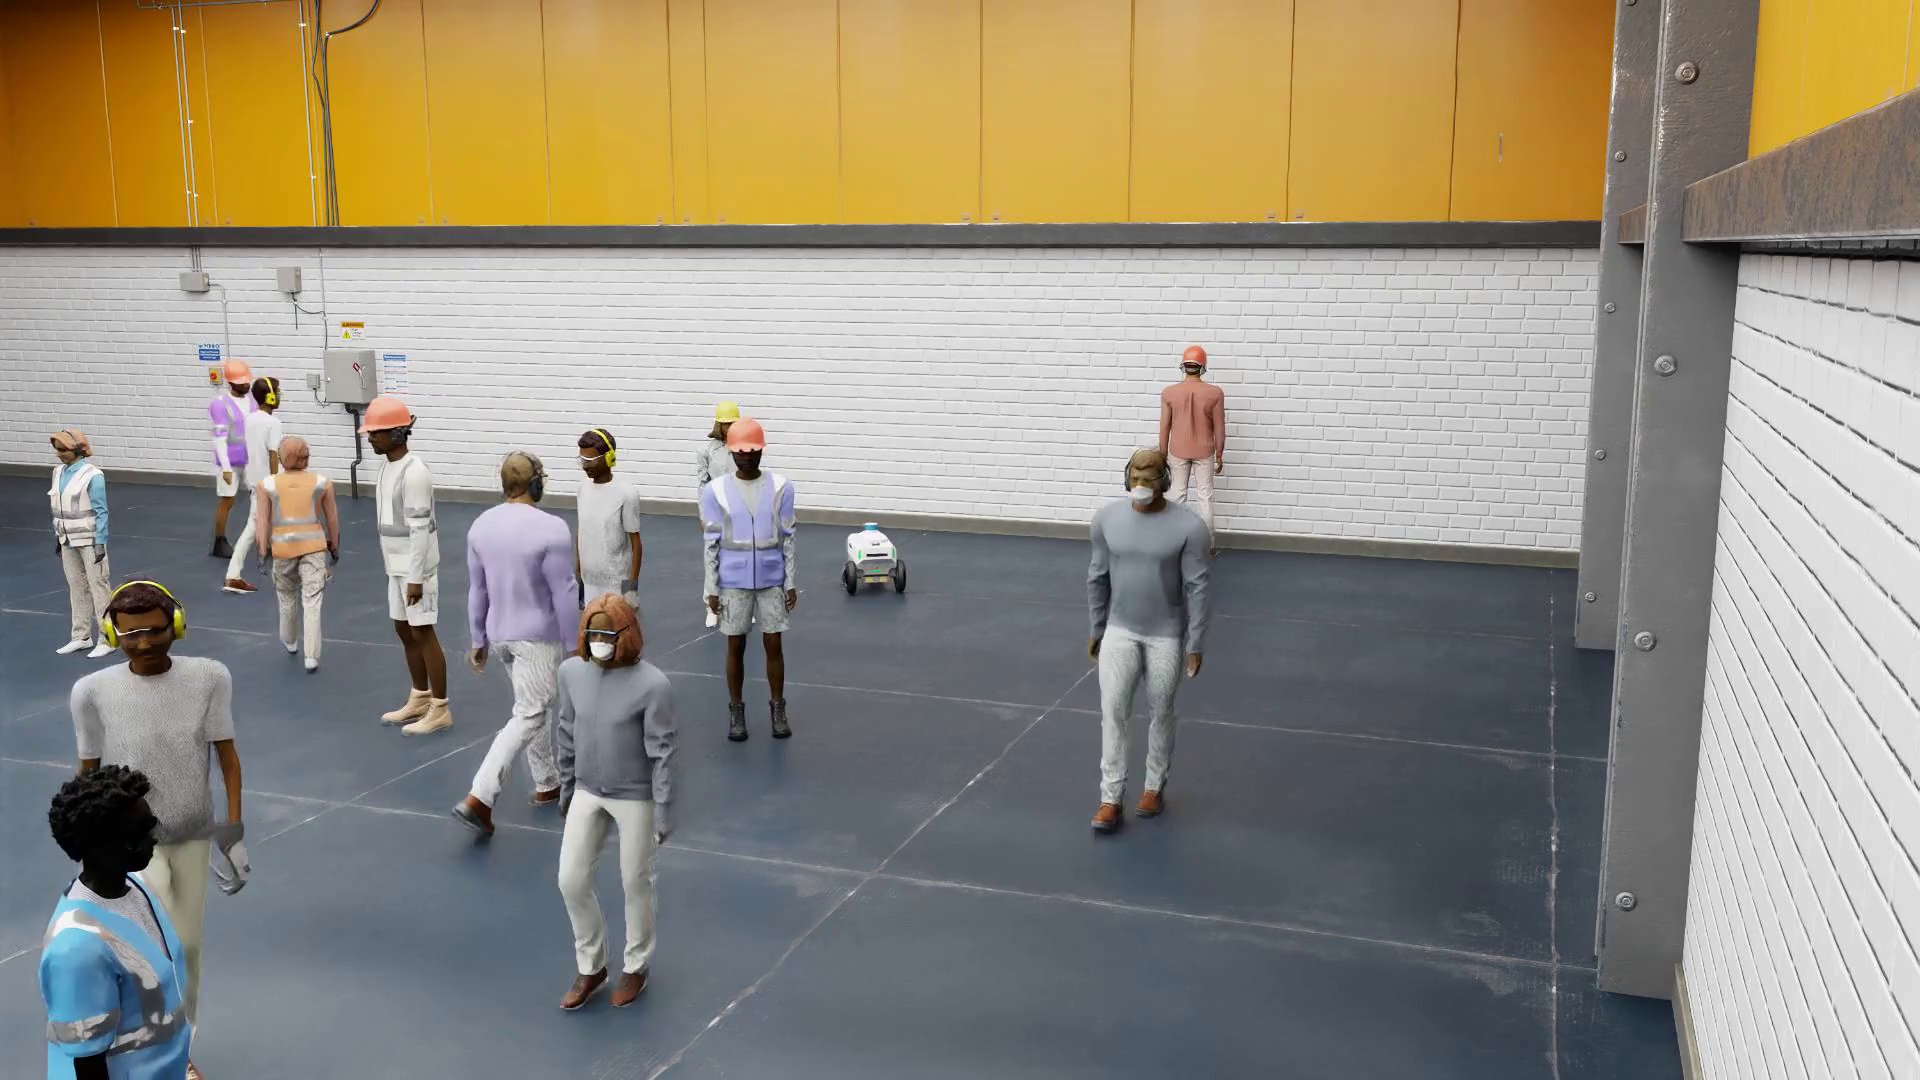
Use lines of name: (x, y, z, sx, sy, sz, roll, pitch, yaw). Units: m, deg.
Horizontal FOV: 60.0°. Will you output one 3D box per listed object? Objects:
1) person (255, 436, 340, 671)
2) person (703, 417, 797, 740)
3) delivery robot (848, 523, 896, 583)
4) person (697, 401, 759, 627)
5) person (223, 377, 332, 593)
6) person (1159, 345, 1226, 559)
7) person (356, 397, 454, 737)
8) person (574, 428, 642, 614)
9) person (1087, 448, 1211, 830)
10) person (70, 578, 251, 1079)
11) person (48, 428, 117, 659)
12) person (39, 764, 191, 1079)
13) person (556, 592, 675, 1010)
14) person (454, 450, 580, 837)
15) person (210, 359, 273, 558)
person: (-4.611, 0.074, 11.606, 0.543, 1.595, 0.836, -4, 11, -22)
person: (-1.225, 0.237, 9.817, 0.547, 1.929, 0.390, -2, 10, -13)
delivery robot: (-0.753, 0.095, 14.201, 0.477, 0.478, 0.707, -2, 10, -10)
person: (-1.765, -0.200, 12.783, 0.489, 1.743, 0.322, -3, 11, -17)
person: (-5.881, -0.469, 14.104, 0.538, 1.823, 0.967, 7, 12, 34)
person: (2.166, -0.813, 15.525, 0.612, 1.996, 0.389, 2, 10, 14)
person: (-3.341, 0.160, 9.959, 0.414, 2.035, 0.609, -8, 13, -38)
person: (-2.096, 0.268, 9.814, 0.518, 1.865, 0.328, 6, 12, 32)
person: (0.901, 0.508, 8.301, 0.655, 1.914, 0.803, 4, 11, 19)
person: (-2.651, 1.034, 5.574, 0.486, 1.839, 0.590, -8, 13, -38)
person: (-6.250, 0.020, 11.836, 0.514, 1.640, 0.309, 5, 11, 25)
person: (-2.041, 1.370, 4.073, 0.316, 1.695, 0.542, -3, 10, -15)
person: (-1.335, 1.007, 6.296, 0.533, 1.618, 0.460, 3, 11, 17)
person: (-2.252, 0.510, 8.344, 0.632, 1.915, 0.904, 6, 12, 32)
person: (-6.660, -0.735, 15.379, 0.886, 1.880, 0.562, 5, 11, 24)
